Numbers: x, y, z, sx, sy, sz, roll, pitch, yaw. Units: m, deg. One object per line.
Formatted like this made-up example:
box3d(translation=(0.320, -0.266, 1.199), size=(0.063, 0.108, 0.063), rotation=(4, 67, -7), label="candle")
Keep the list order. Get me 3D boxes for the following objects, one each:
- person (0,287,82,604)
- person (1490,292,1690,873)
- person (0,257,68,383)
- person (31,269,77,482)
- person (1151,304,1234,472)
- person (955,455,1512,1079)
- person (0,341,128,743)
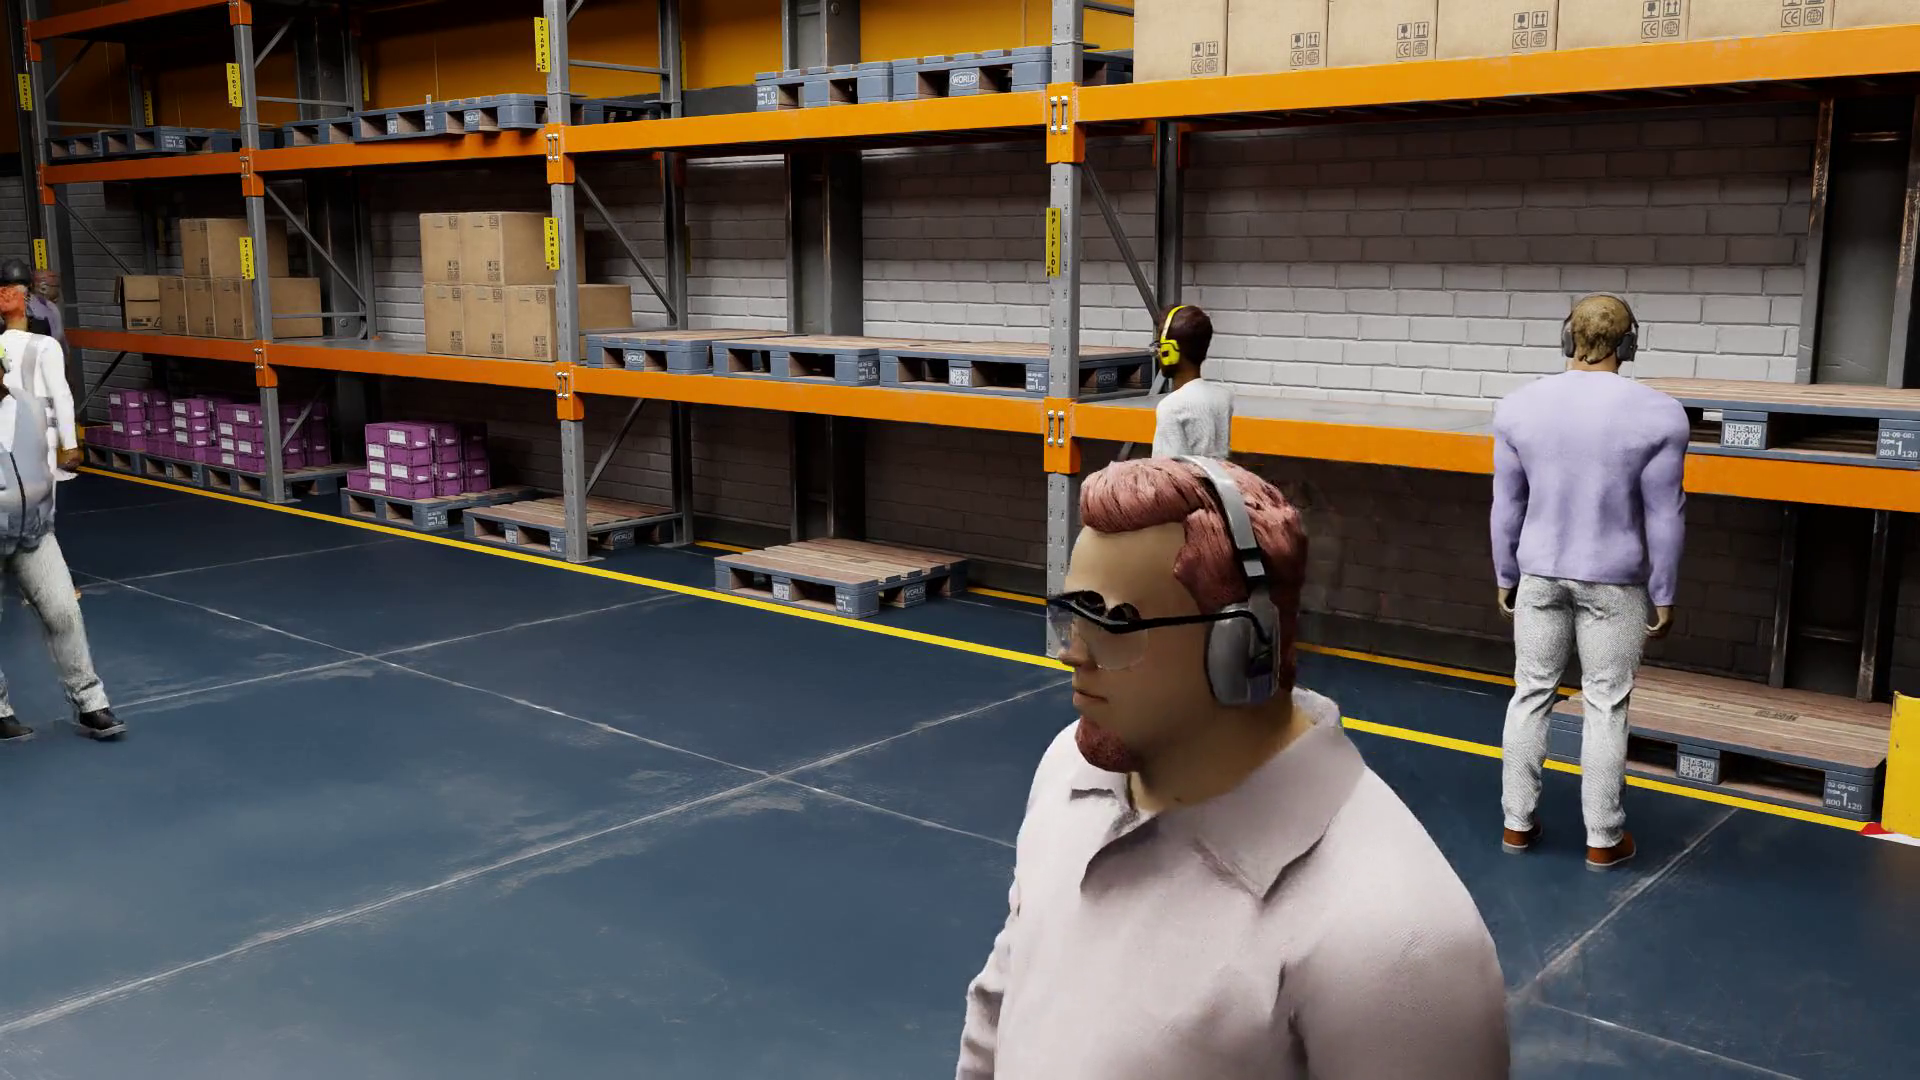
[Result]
box3d(translation=(-5.525, -0.552, 9.801), size=(0.655, 1.851, 0.449), rotation=(2, 10, 12), label="person")
box3d(translation=(2.086, 0.143, 5.583), size=(0.630, 1.931, 0.356), rotation=(7, 12, 34), label="person")
box3d(translation=(-8.252, -1.503, 14.640), size=(0.686, 2.000, 0.827), rotation=(-8, 13, -39), label="person")
box3d(translation=(-8.129, -1.455, 14.805), size=(0.397, 1.888, 0.667), rotation=(-6, 11, -29), label="person")
box3d(translation=(0.852, 0.045, 6.328), size=(0.310, 1.864, 0.532), rotation=(7, 12, 33), label="person")
box3d(translation=(0.122, 0.855, 1.683), size=(0.812, 1.879, 0.650), rotation=(-3, 11, -18), label="person")
box3d(translation=(-3.889, -0.004, 6.811), size=(0.769, 1.792, 0.583), rotation=(6, 12, 31), label="person")
